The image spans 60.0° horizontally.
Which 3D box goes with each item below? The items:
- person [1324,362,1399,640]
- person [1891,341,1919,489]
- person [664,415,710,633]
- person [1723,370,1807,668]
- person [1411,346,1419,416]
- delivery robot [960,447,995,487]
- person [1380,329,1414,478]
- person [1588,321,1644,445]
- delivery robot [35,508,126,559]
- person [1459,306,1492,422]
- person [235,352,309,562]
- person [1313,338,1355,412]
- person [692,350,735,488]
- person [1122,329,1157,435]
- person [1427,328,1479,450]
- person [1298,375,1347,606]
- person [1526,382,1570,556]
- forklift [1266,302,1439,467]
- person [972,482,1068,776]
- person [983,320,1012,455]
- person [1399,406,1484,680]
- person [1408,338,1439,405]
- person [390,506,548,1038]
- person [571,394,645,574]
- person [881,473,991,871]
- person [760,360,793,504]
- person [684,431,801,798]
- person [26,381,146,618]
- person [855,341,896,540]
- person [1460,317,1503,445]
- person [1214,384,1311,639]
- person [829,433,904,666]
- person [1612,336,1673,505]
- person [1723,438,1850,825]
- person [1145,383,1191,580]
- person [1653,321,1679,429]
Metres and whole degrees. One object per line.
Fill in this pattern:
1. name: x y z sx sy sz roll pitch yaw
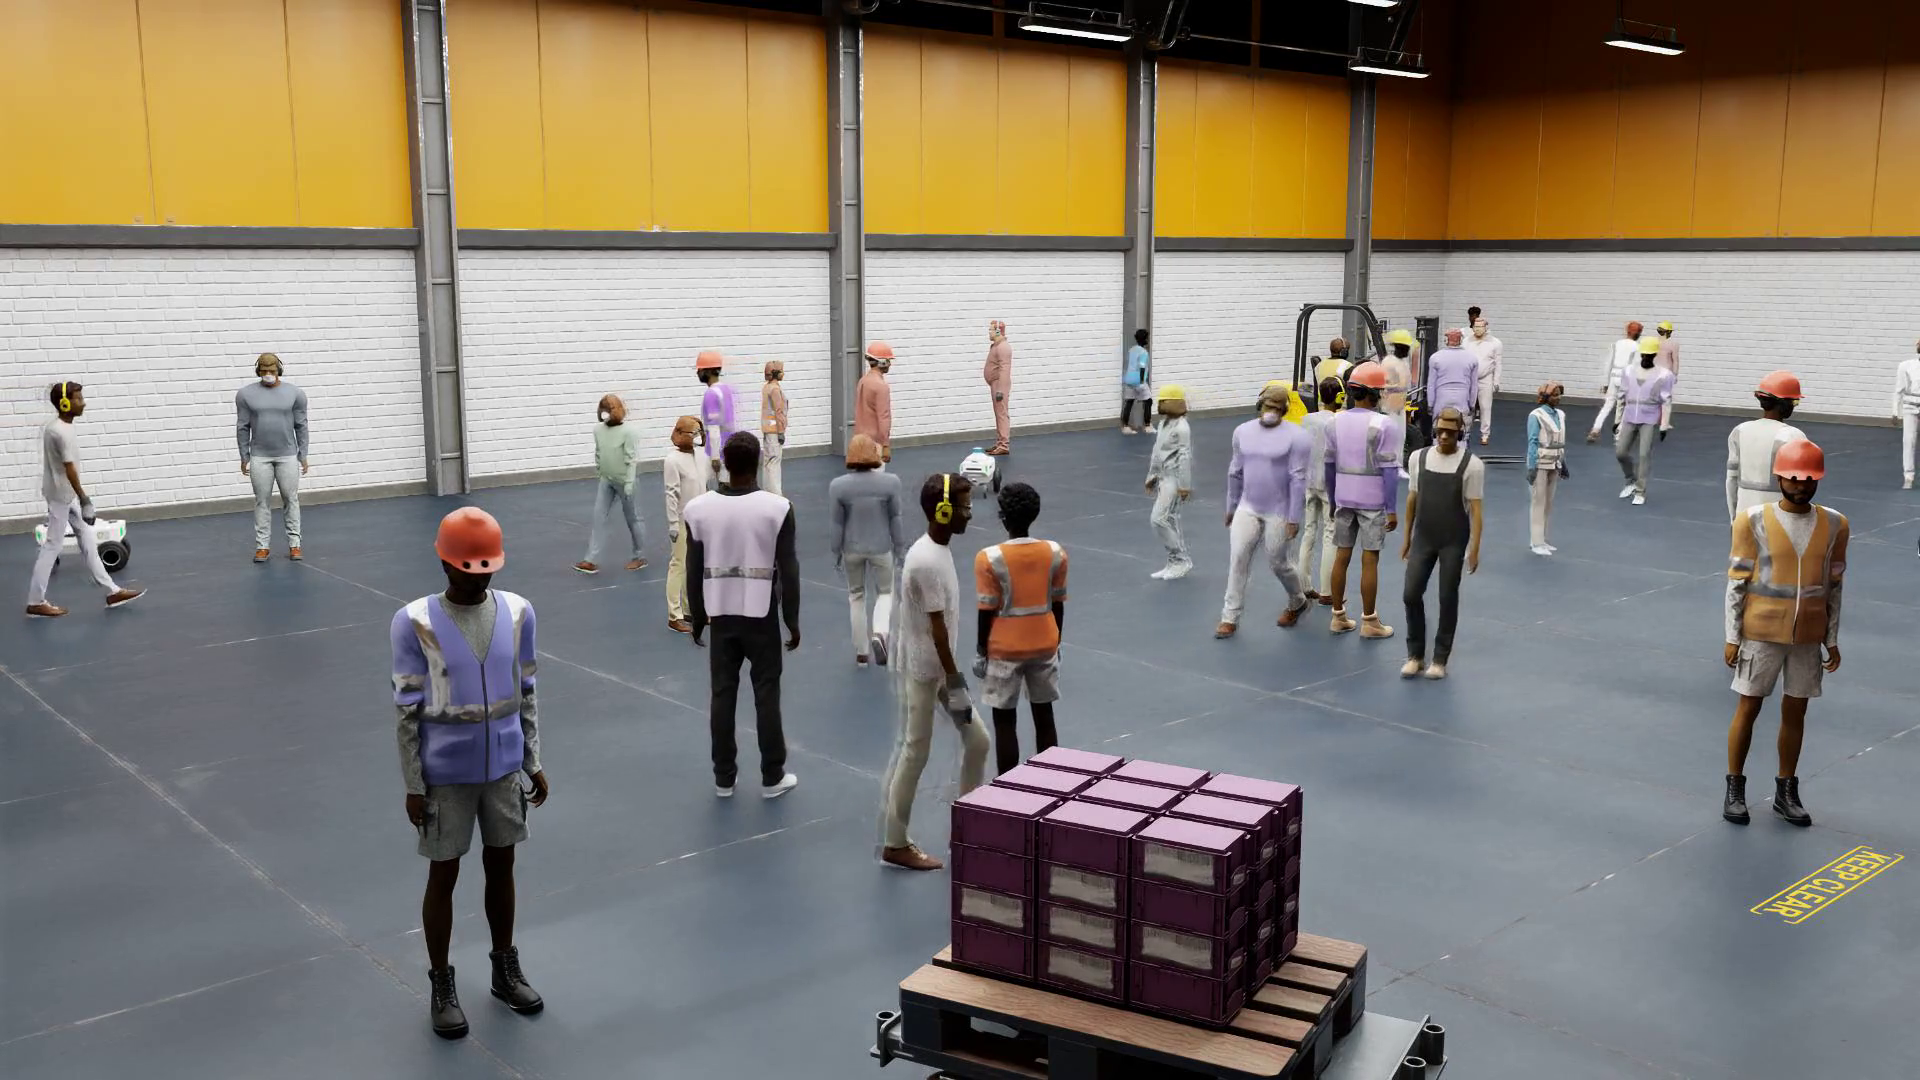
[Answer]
1. person: 2.961 -0.286 12.250 0.370 2.044 0.608 -9 13 -43
2. person: 11.557 -1.527 20.028 0.595 1.868 0.479 5 11 29
3. person: -2.042 -0.130 12.535 0.268 1.632 0.507 4 11 23
4. person: 5.545 -0.143 11.418 0.378 2.044 0.607 -4 11 -24
5. person: 6.978 -2.342 25.102 0.316 1.769 0.525 -2 10 -10
6. delivery robot: 0.208 -0.849 19.627 0.477 0.478 0.707 1 10 8
7. person: 5.464 -1.731 21.141 0.636 1.907 0.589 9 13 41
8. person: 9.760 -2.310 24.655 0.714 1.862 0.615 -7 12 -34
9. delivery robot: -7.870 -0.041 14.897 0.707 0.478 0.477 -4 11 -24
10. person: 8.729 -2.998 28.352 0.613 1.964 0.361 4 10 21
11. person: -6.337 -0.765 15.372 0.629 1.937 0.373 -3 10 -19
12. person: 4.523 -1.502 19.962 0.430 1.845 0.623 -6 11 -32
13. person: -2.375 -0.864 15.985 0.553 1.916 0.561 2 10 13
14. person: 2.873 -2.478 26.159 0.702 1.666 0.553 -4 11 -24
15. person: 6.318 -1.774 21.395 0.641 1.900 0.403 1 10 4
16. person: 2.958 -0.398 13.465 0.327 1.861 0.501 -9 13 -42
17. person: 5.585 -0.672 15.756 0.565 1.631 0.421 -8 12 -39
18. forklift: 5.320 -2.157 22.763 2.313 2.155 1.214 3 10 16
19. person: 0.300 0.552 8.359 0.539 1.695 0.317 -5 11 -28
20. person: 0.534 -2.162 23.635 0.400 1.909 0.643 0 10 -2
21. person: 3.148 0.036 10.967 0.550 1.833 0.532 6 11 32
22. person: 7.163 -2.466 25.606 0.430 1.845 0.619 -3 10 -18
23. person: -1.765 0.828 6.070 0.543 1.928 0.372 -8 12 -38
24. person: -3.099 -0.482 14.710 0.522 1.593 0.829 5 11 28
25. person: -0.024 0.622 7.536 0.770 1.837 0.542 2 10 10
26. person: -2.101 -1.210 18.840 0.312 1.642 0.512 -4 10 -21
27. person: -1.120 0.396 8.633 0.596 1.915 0.373 1 10 8
28. person: -6.925 -0.319 13.038 0.920 1.834 0.564 -5 11 -28
29. person: -0.832 -0.983 16.544 0.442 1.981 0.626 -4 10 -22
30. person: 7.728 -2.365 24.827 0.652 1.906 0.403 6 11 30
31. person: 2.290 -0.227 12.358 0.692 1.898 0.850 7 12 37
32. person: -0.637 0.085 11.286 0.504 1.618 0.497 0 10 0
33. person: 7.746 -1.363 18.921 0.471 1.914 0.649 -10 14 -44
34. person: 4.071 0.458 8.204 0.551 1.935 0.375 1 10 7
35. person: 1.793 -0.499 14.433 0.381 1.728 0.485 -2 10 -11
36. person: 11.432 -2.683 27.106 0.529 1.764 0.326 8 12 38
